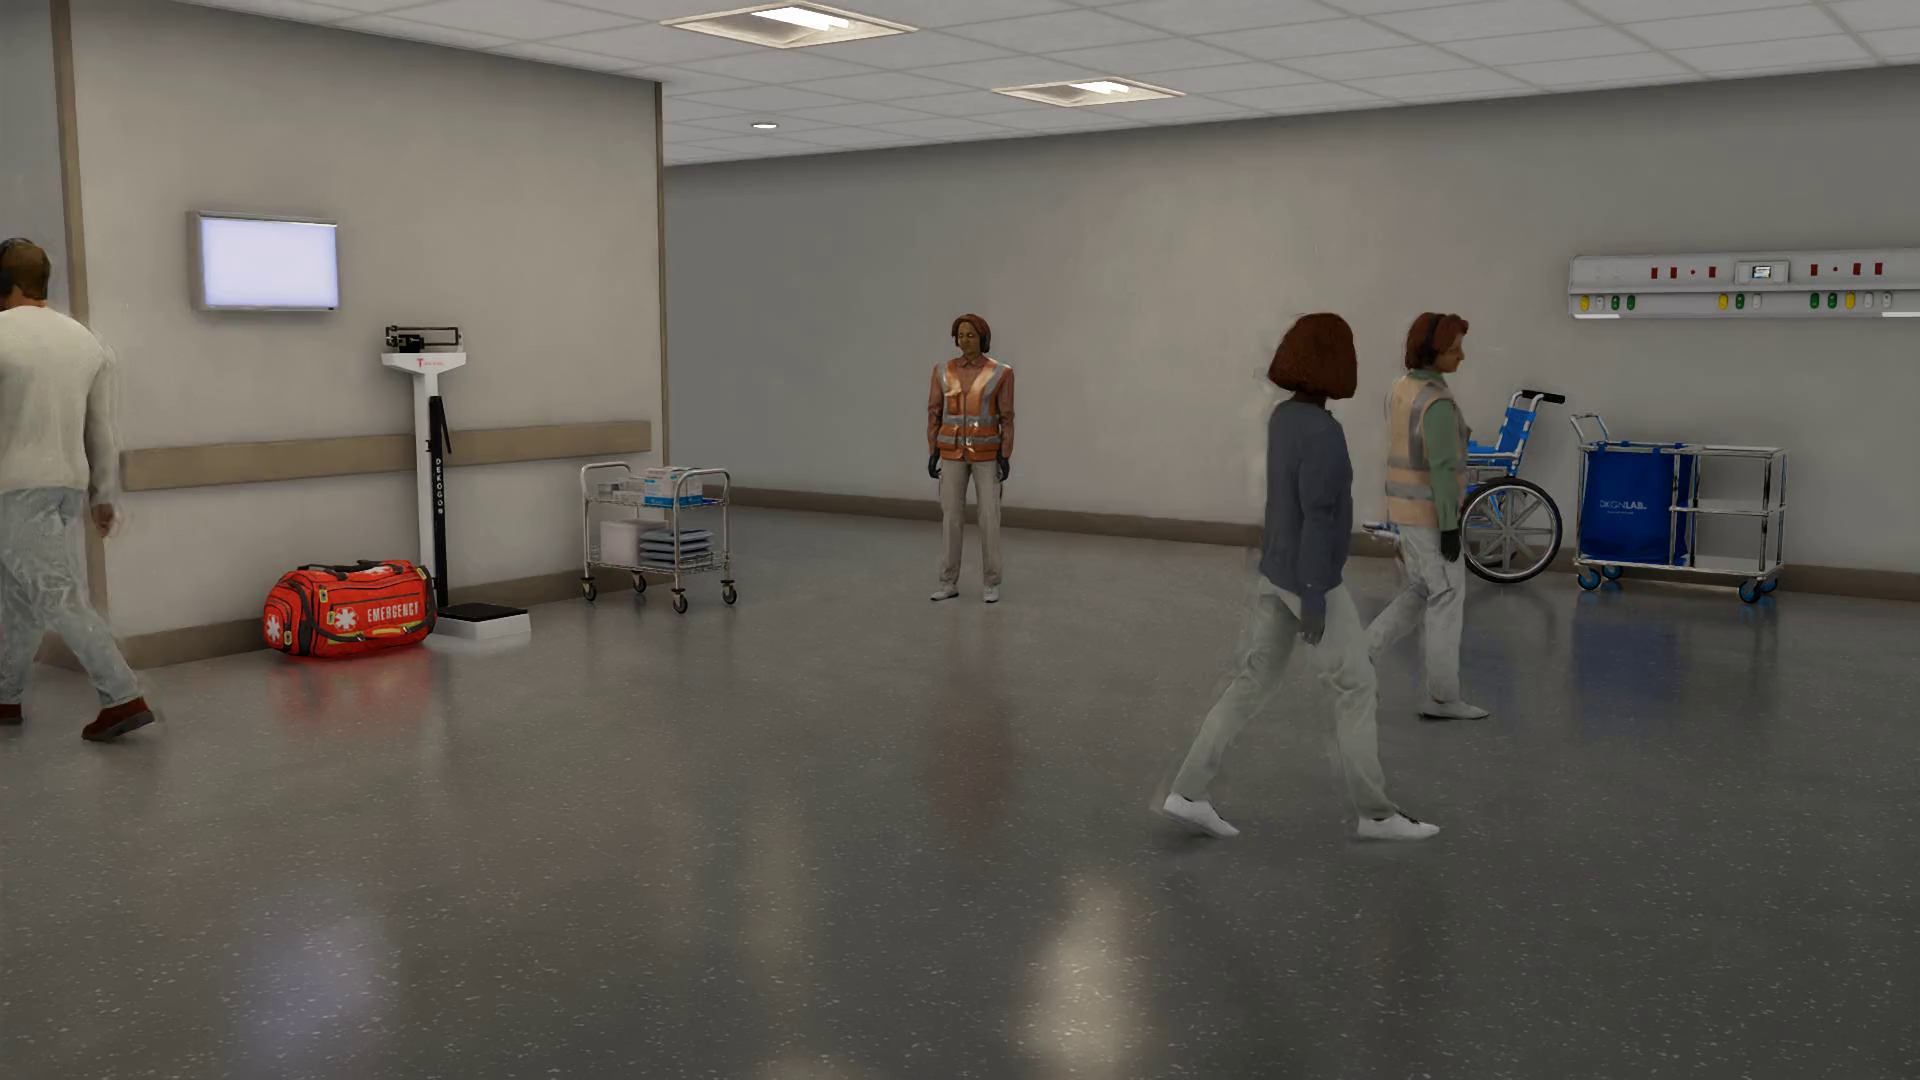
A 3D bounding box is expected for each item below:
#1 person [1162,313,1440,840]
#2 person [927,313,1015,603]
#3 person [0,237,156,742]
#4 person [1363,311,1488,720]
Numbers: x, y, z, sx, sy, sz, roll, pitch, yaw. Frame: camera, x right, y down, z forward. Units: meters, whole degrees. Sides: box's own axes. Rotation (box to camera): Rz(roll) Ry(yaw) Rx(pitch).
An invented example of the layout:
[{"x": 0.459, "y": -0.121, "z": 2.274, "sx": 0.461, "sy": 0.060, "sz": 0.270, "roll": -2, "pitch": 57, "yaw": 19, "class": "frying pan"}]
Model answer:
[{"x": 1.003, "y": 0.122, "z": 4.953, "sx": 0.833, "sy": 1.593, "sz": 0.510, "roll": -1, "pitch": 7, "yaw": -8, "class": "person"}, {"x": 0.060, "y": -0.461, "z": 9.471, "sx": 0.514, "sy": 1.639, "sz": 0.307, "roll": 2, "pitch": 7, "yaw": 16, "class": "person"}, {"x": -3.462, "y": -0.185, "z": 6.261, "sx": 1.001, "sy": 1.896, "sz": 0.634, "roll": 1, "pitch": 7, "yaw": 11, "class": "person"}, {"x": 1.821, "y": -0.082, "z": 6.502, "sx": 0.515, "sy": 1.612, "sz": 0.543, "roll": -1, "pitch": 7, "yaw": -5, "class": "person"}]
